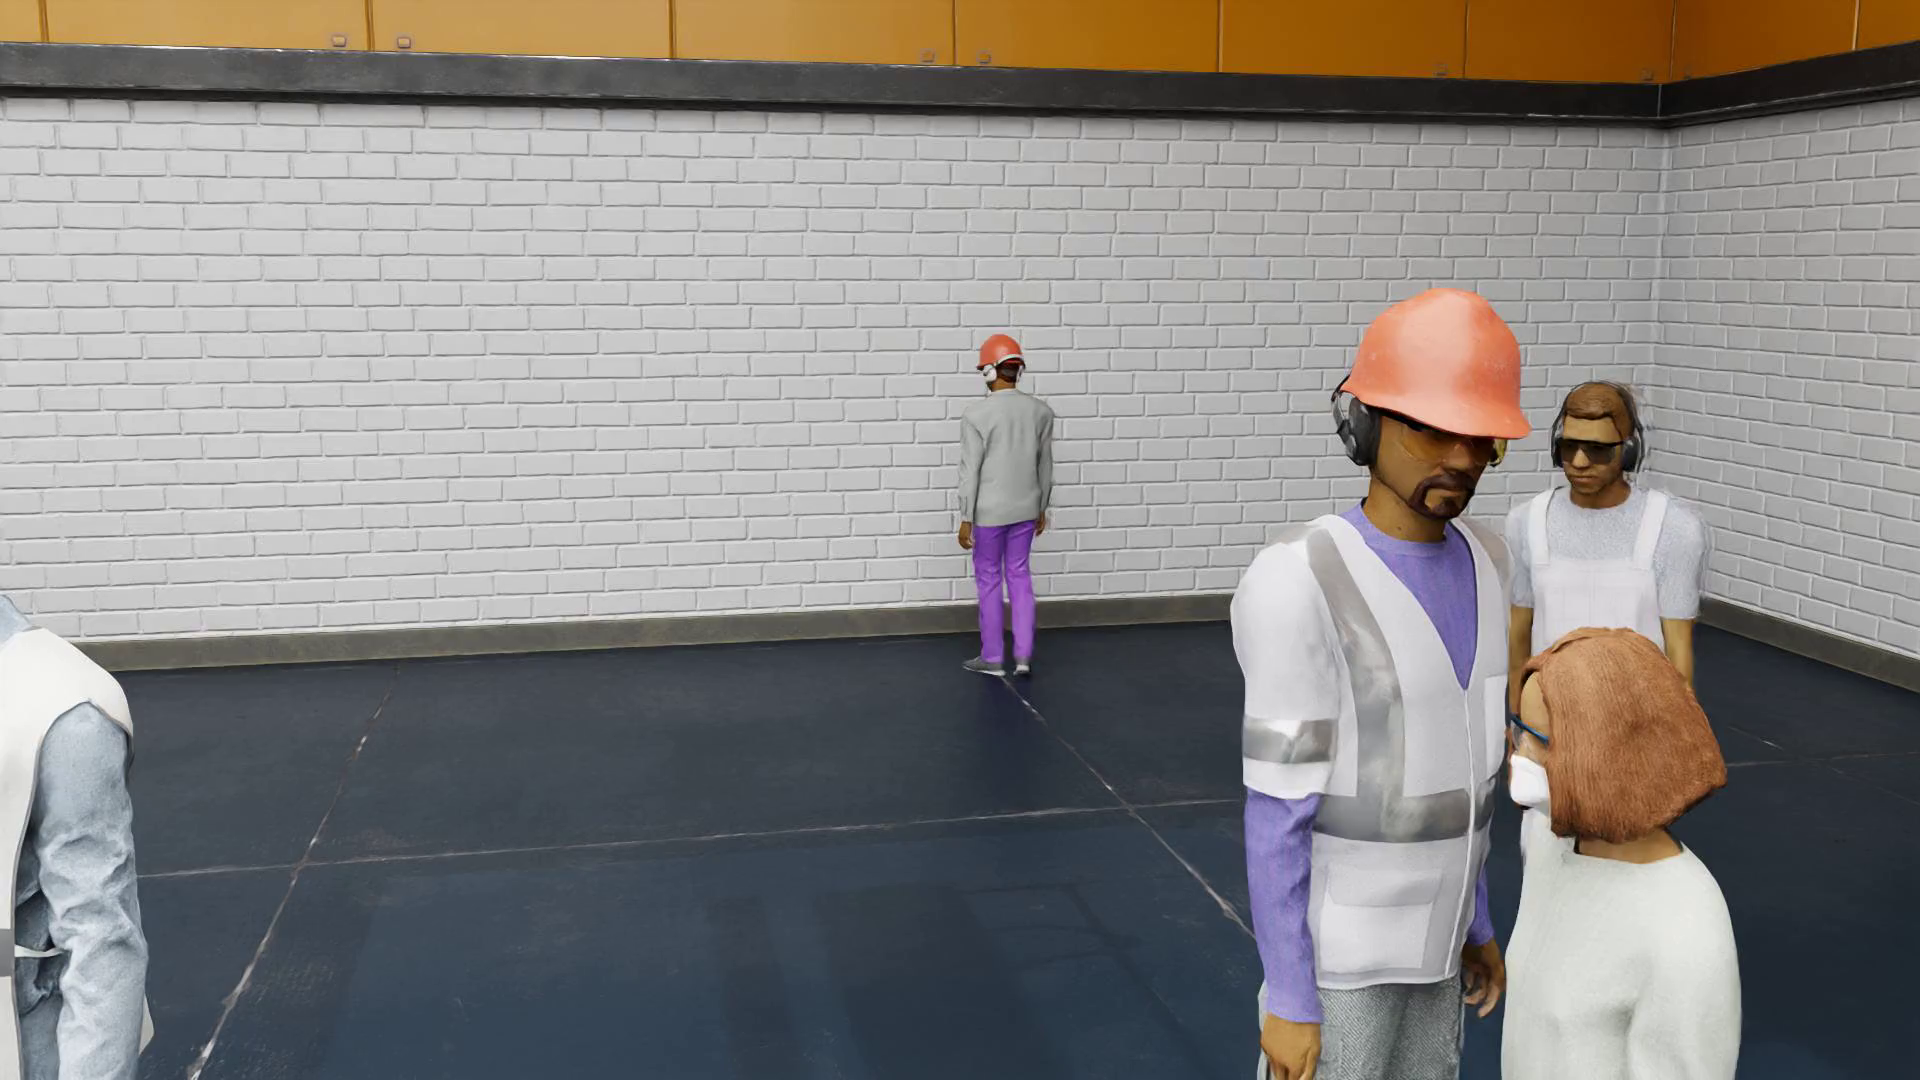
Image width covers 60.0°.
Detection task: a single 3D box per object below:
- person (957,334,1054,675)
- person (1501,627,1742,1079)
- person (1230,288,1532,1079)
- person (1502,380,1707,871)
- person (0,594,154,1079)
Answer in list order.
[{"bbox_3d":[0.222,-0.161,8.368,0.579,1.741,0.482,-6,11,-33],"label":"person"},{"bbox_3d":[0.826,0.913,2.180,0.278,1.627,0.505,0,9,0],"label":"person"},{"bbox_3d":[0.690,0.630,2.646,0.607,2.039,0.395,-8,12,-39],"label":"person"},{"bbox_3d":[1.672,0.468,4.362,0.499,1.809,0.890,6,11,32],"label":"person"},{"bbox_3d":[-1.330,0.753,2.256,0.593,1.920,0.392,4,10,24],"label":"person"}]
